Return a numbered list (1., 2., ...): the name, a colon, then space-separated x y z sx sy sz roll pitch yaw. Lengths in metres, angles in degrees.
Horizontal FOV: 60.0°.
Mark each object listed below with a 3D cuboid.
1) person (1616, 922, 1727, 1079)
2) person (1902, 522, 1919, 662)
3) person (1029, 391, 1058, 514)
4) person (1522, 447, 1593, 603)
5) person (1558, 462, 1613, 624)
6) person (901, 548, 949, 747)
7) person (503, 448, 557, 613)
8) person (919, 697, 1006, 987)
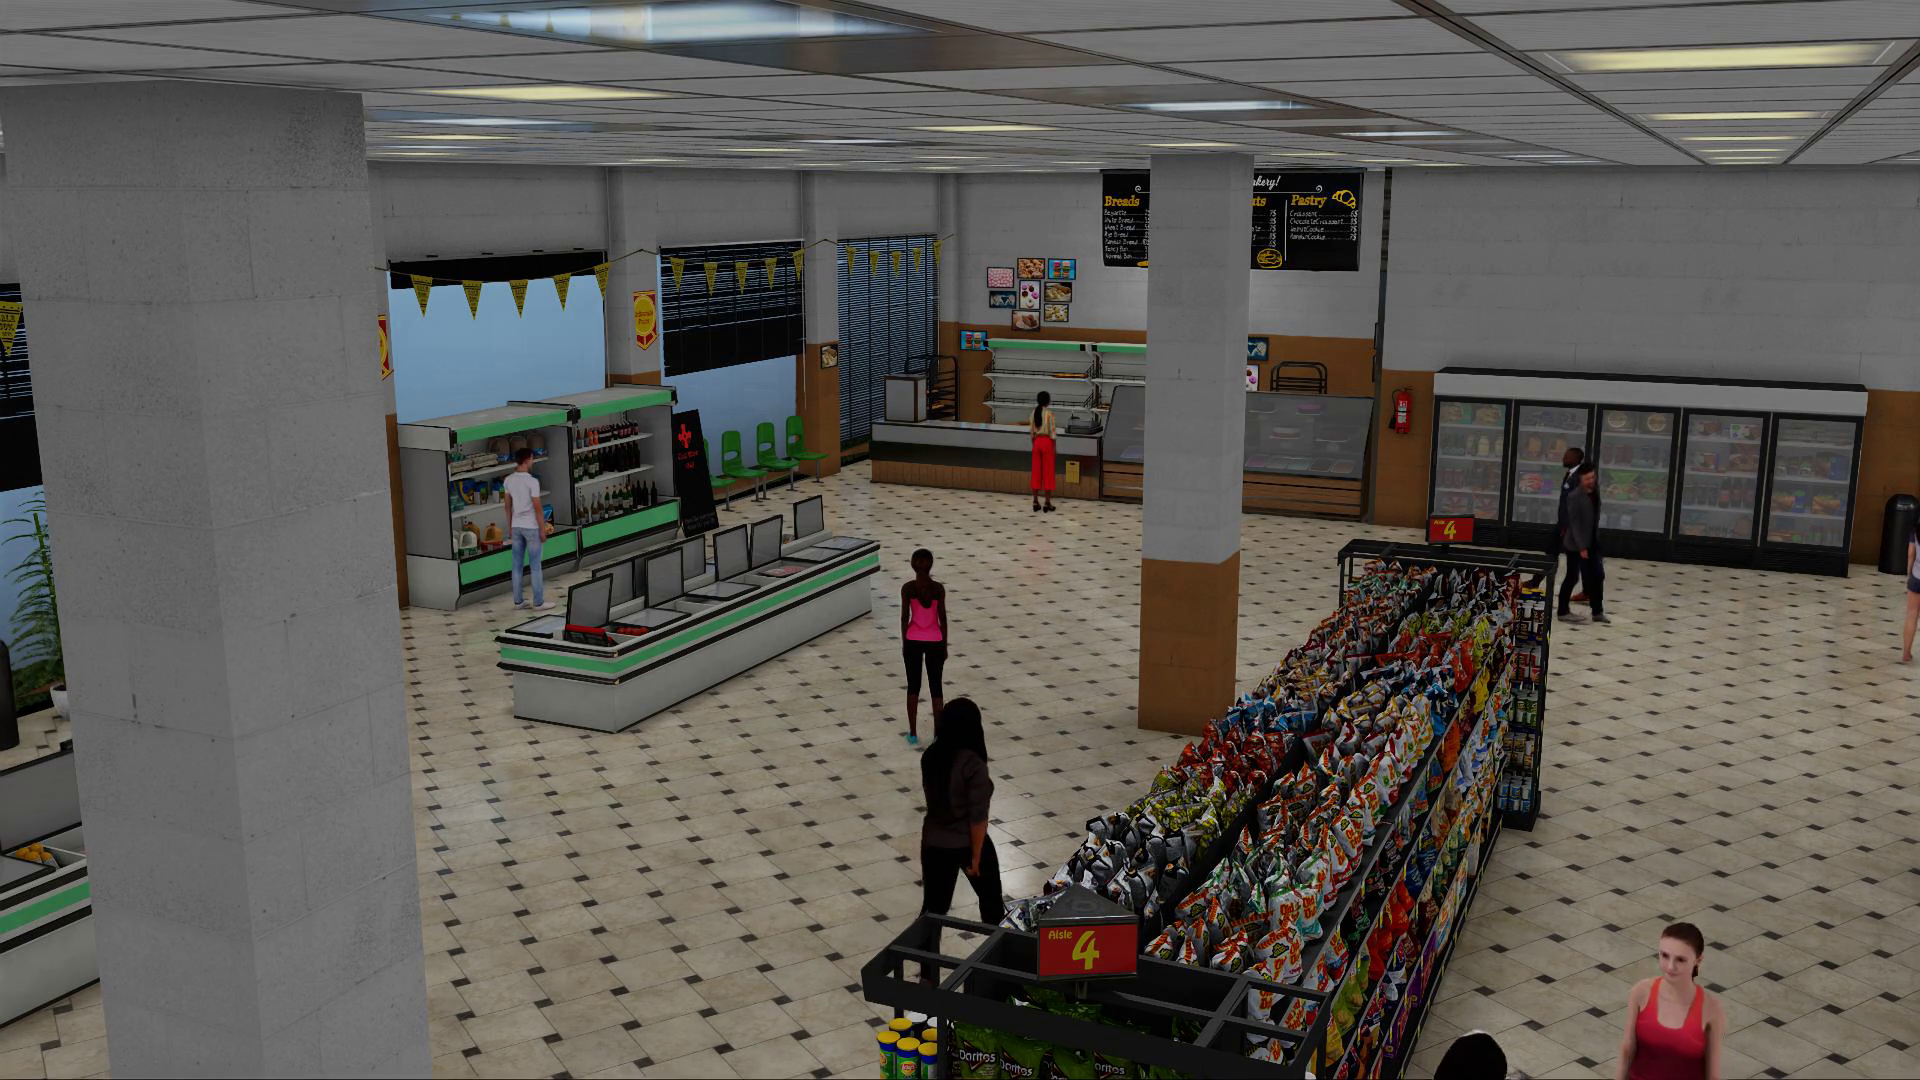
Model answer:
1. person: 3.043 2.410 7.083 0.668 1.738 0.779 8 14 33
2. person: 9.750 0.394 16.735 0.653 1.705 0.614 11 16 41
3. person: 1.230 -1.316 24.645 0.622 1.792 0.566 7 14 32
4. person: 7.120 -0.145 19.107 0.991 1.784 1.165 2 12 8
5. person: 6.762 0.033 18.147 0.999 1.830 1.057 -11 16 -41
6. person: -0.309 0.908 14.243 0.629 1.726 0.655 1 12 4
7. person: -4.916 -0.124 18.829 0.641 1.856 0.523 5 13 24
8. person: -0.088 1.840 9.609 0.732 1.813 1.004 7 14 31
